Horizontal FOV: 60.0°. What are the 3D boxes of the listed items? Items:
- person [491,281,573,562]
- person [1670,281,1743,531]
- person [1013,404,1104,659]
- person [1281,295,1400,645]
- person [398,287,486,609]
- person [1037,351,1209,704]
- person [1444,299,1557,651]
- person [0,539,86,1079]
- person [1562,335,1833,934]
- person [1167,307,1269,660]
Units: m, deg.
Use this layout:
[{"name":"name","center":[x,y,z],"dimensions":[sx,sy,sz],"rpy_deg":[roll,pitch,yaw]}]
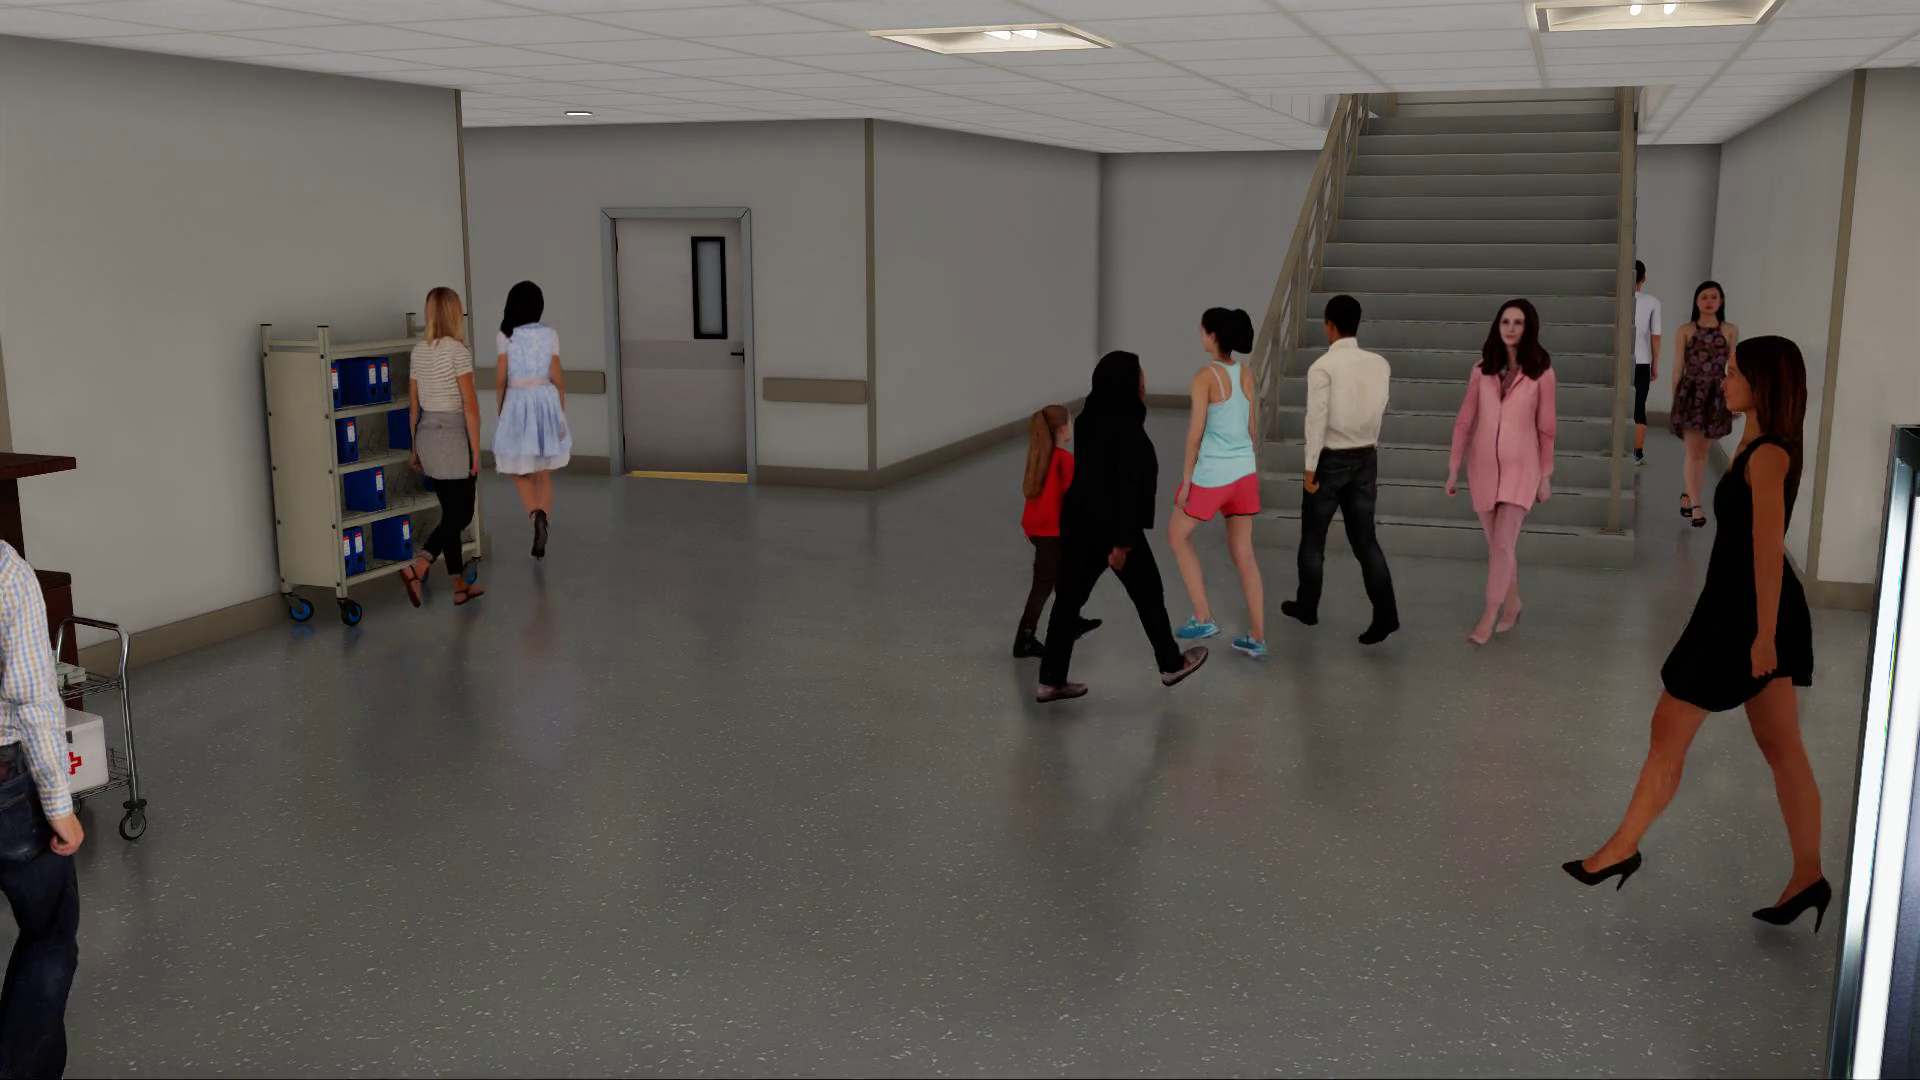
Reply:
[{"name":"person","center":[-2.692,-0.701,10.463],"dimensions":[1.025,1.790,1.116],"rpy_deg":[-3,11,-17]},{"name":"person","center":[5.298,-0.930,11.884],"dimensions":[0.680,1.711,1.184],"rpy_deg":[3,11,14]},{"name":"person","center":[0.394,-0.026,8.354],"dimensions":[0.917,1.251,0.822],"rpy_deg":[-6,12,-28]},{"name":"person","center":[2.054,-0.341,8.610],"dimensions":[1.126,1.775,1.242],"rpy_deg":[-4,12,-21]},{"name":"person","center":[-2.898,-0.463,9.193],"dimensions":[0.642,1.798,0.997],"rpy_deg":[4,12,21]},{"name":"person","center":[0.577,-0.008,7.430],"dimensions":[1.192,1.560,1.061],"rpy_deg":[-7,13,-32]},{"name":"person","center":[2.821,-0.318,8.552],"dimensions":[0.870,1.751,1.201],"rpy_deg":[8,14,38]},{"name":"person","center":[-2.210,0.592,3.616],"dimensions":[0.787,1.805,0.792],"rpy_deg":[-2,11,-8]},{"name":"person","center":[2.493,0.321,5.035],"dimensions":[0.734,1.806,0.958],"rpy_deg":[5,12,26]},{"name":"person","center":[1.341,-0.256,8.259],"dimensions":[0.828,1.739,0.880],"rpy_deg":[-6,12,-29]}]
